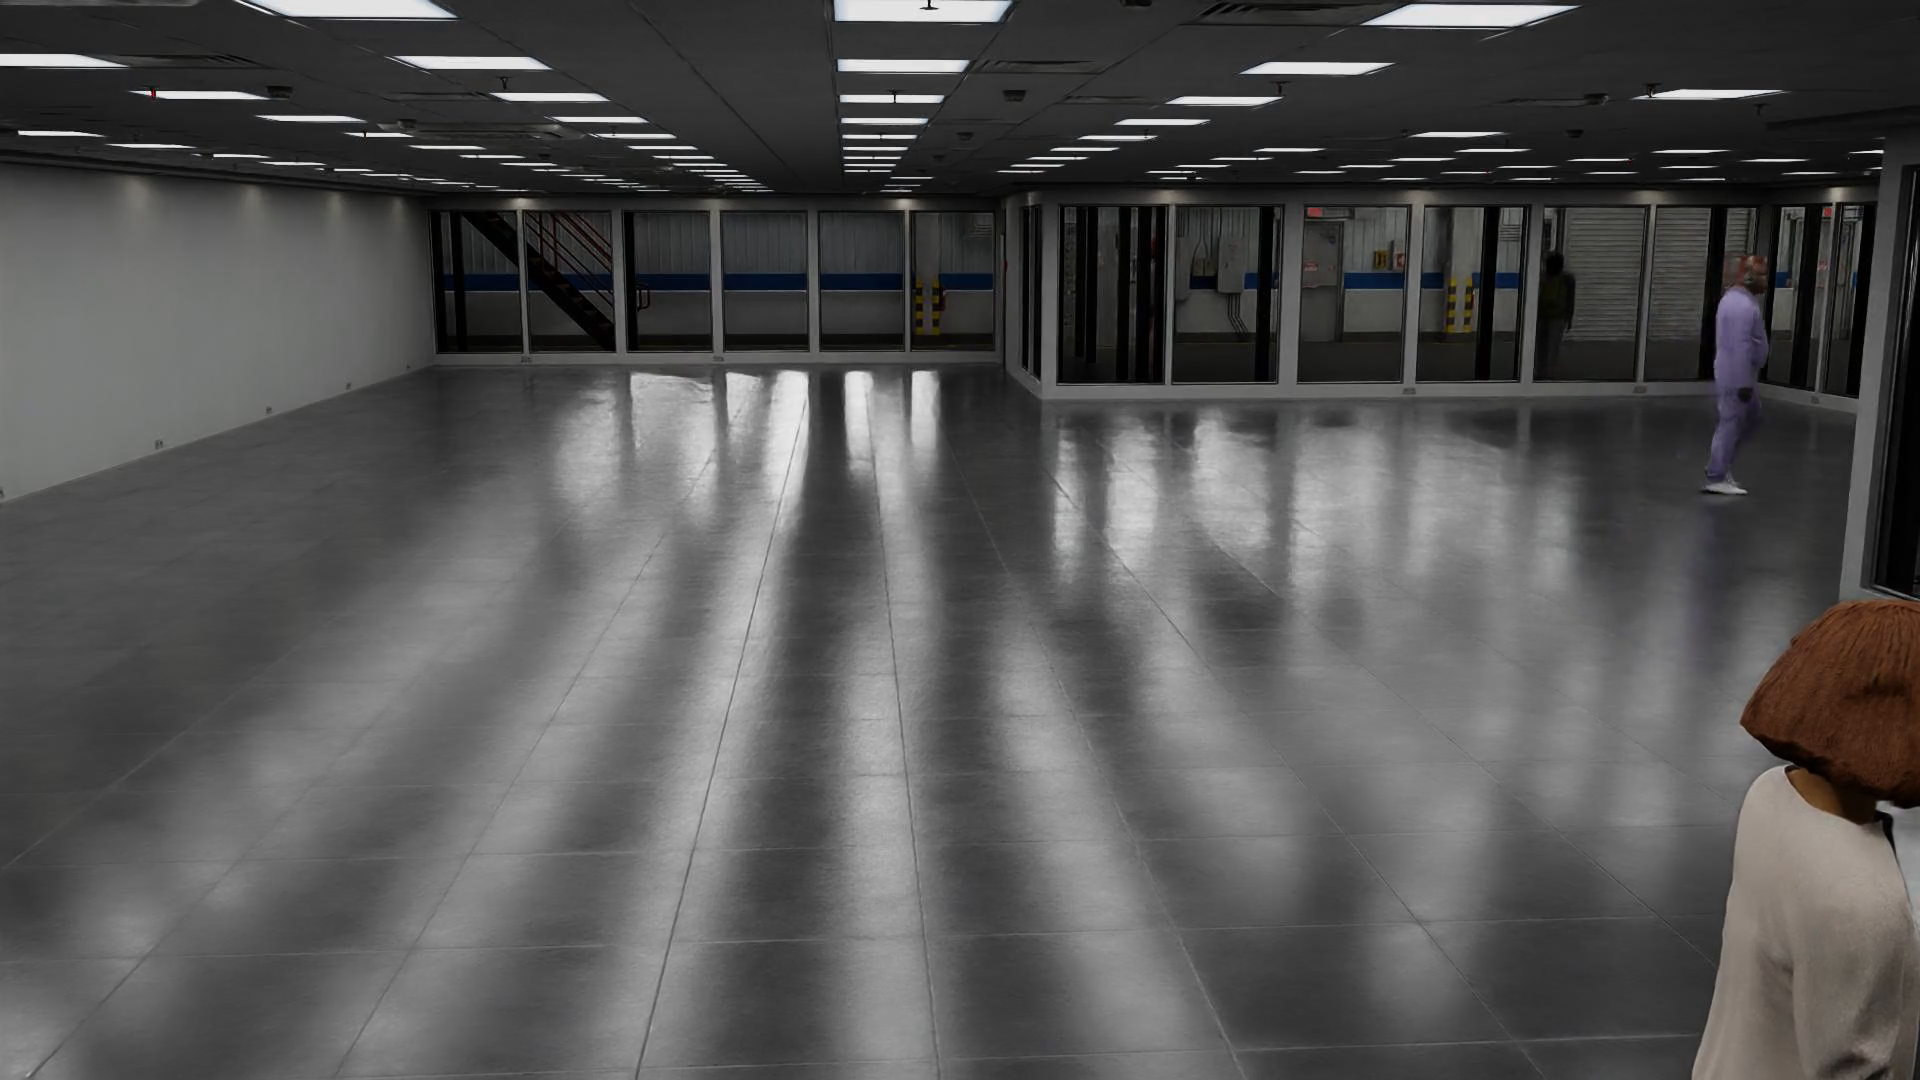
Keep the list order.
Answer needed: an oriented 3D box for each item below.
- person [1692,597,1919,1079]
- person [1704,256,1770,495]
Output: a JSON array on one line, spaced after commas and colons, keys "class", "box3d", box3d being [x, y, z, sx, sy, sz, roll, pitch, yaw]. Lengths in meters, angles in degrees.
[{"class": "person", "box3d": [1.137, 0.871, 2.258, 0.288, 1.626, 0.497, 3, 11, 14]}, {"class": "person", "box3d": [6.188, -1.293, 13.184, 0.453, 1.892, 0.677, 4, 11, 19]}]
